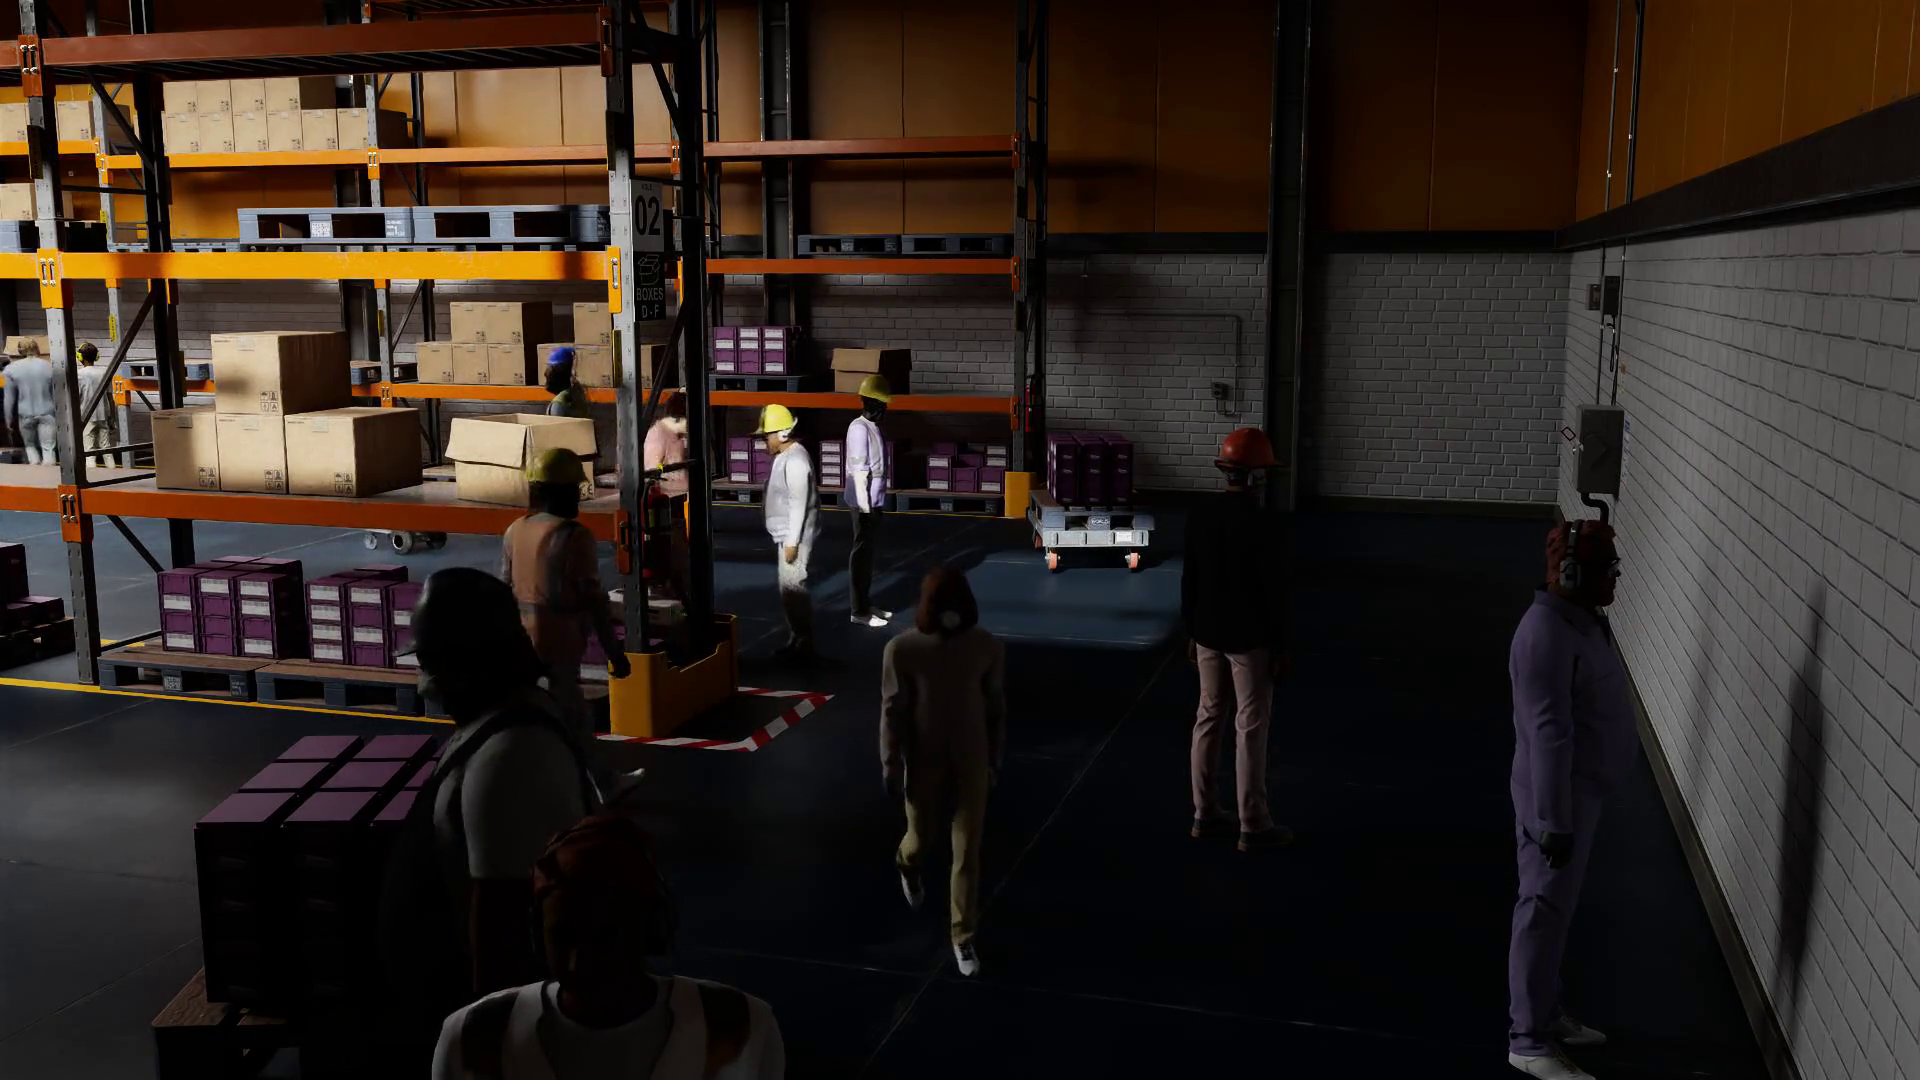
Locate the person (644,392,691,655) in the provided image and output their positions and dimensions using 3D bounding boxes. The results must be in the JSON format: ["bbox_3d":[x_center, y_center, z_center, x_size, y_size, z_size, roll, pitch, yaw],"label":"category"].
[{"bbox_3d":[-2.015,-0.111,11.793,0.735,1.861,0.695,1,9,4],"label":"person"}]

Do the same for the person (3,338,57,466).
[{"bbox_3d":[-11.034,-1.463,19.915,0.696,1.895,0.743,-5,10,-27],"label":"person"}]

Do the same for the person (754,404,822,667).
[{"bbox_3d":[-1.184,-0.034,11.488,0.446,1.807,0.616,-2,10,-13],"label":"person"}]

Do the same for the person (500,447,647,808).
[{"bbox_3d":[-1.914,0.492,8.065,0.592,1.872,1.003,8,12,40],"label":"person"}]

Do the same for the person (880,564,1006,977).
[{"bbox_3d":[-0.080,0.860,6.660,0.507,1.605,0.697,-2,9,-11],"label":"person"}]

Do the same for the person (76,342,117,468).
[{"bbox_3d":[-10.180,-1.384,19.524,0.312,1.869,0.538,6,11,34],"label":"person"}]

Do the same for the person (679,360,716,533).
[{"bbox_3d":[-2.697,-0.952,16.960,0.341,1.846,0.511,1,9,5],"label":"person"}]

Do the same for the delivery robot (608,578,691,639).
[{"bbox_3d":[-2.203,0.491,11.806,0.707,0.478,0.477,5,11,28],"label":"delivery robot"}]

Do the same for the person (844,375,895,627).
[{"bbox_3d":[-0.687,-0.305,12.801,0.392,1.917,0.589,1,9,7],"label":"person"}]

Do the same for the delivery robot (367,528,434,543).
[{"bbox_3d":[-5.419,-0.217,16.118,0.707,0.478,0.477,6,11,30],"label":"delivery robot"}]

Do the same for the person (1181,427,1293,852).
[{"bbox_3d":[1.322,0.464,7.873,0.383,1.996,0.609,-8,12,-40],"label":"person"}]

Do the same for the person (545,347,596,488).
[{"bbox_3d":[-4.129,-1.034,17.237,0.855,1.910,0.646,-1,9,-5],"label":"person"}]

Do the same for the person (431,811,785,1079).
[{"bbox_3d":[-0.569,1.359,2.755,0.584,1.882,0.337,-1,9,-8],"label":"person"}]

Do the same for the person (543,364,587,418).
[{"bbox_3d":[-3.743,-0.753,15.807,0.430,1.829,0.654,1,9,3],"label":"person"}]

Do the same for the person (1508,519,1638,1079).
[{"bbox_3d":[2.067,0.874,5.648,0.410,1.909,0.643,4,10,25],"label":"person"}]
